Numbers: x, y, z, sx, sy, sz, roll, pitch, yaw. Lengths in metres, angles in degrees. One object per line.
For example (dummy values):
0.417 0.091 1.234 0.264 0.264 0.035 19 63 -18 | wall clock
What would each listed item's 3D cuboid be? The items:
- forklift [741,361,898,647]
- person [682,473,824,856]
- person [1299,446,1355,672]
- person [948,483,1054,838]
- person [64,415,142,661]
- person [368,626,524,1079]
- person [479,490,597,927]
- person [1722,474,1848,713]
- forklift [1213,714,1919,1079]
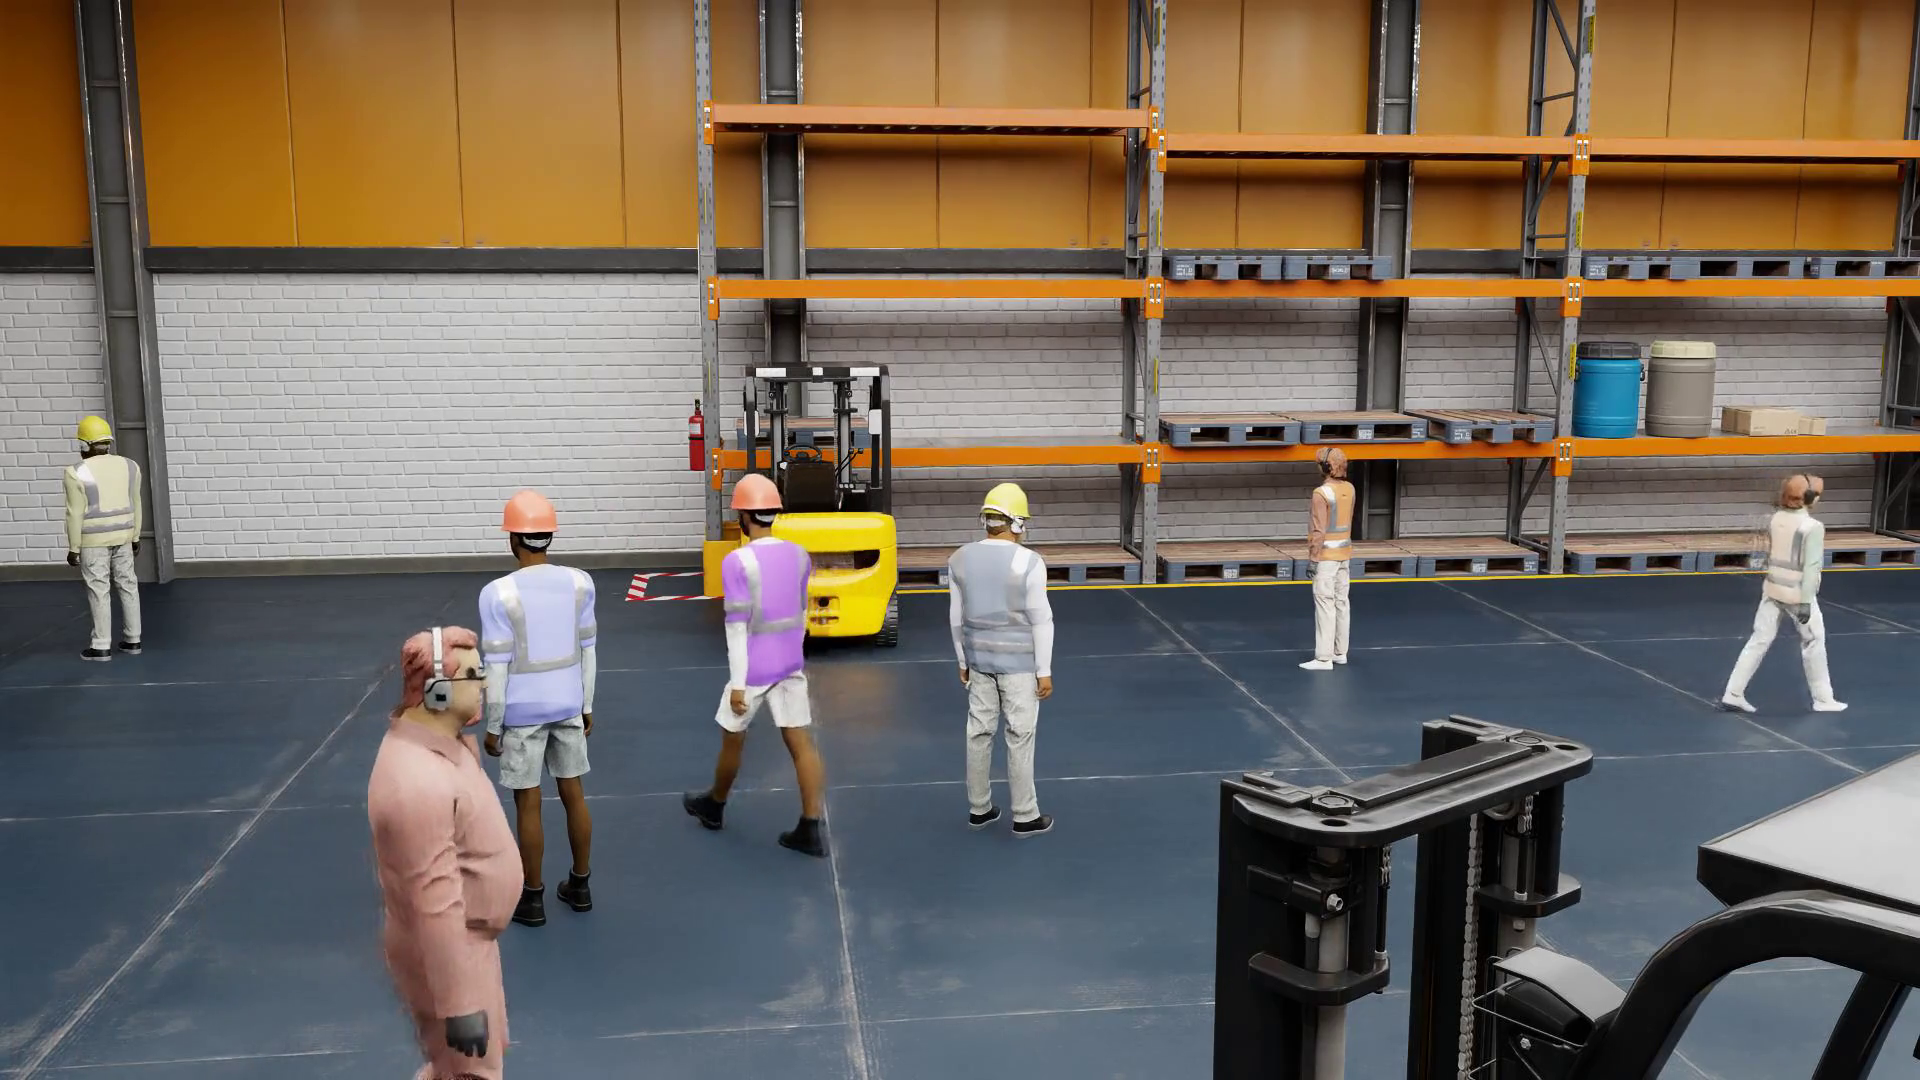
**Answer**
-1.154 -0.340 13.365 1.214 2.155 2.313 -1 9 -7 | forklift
-1.031 0.608 8.405 0.572 1.886 0.974 -9 13 -44 | person
2.692 0.137 12.112 0.306 1.640 0.522 8 12 40 | person
0.232 0.617 8.546 0.586 1.825 0.403 6 11 32 | person
-6.413 -0.015 12.449 0.404 1.837 0.590 5 10 28 | person
-1.476 1.180 4.811 0.539 1.903 0.683 -2 9 -13 | person
-1.875 0.744 7.395 0.544 1.939 0.355 -8 12 -42 | person
5.412 0.358 10.870 0.851 1.596 0.530 -2 9 -11 | person
1.441 1.425 2.350 1.214 2.155 2.313 -7 12 -39 | forklift
